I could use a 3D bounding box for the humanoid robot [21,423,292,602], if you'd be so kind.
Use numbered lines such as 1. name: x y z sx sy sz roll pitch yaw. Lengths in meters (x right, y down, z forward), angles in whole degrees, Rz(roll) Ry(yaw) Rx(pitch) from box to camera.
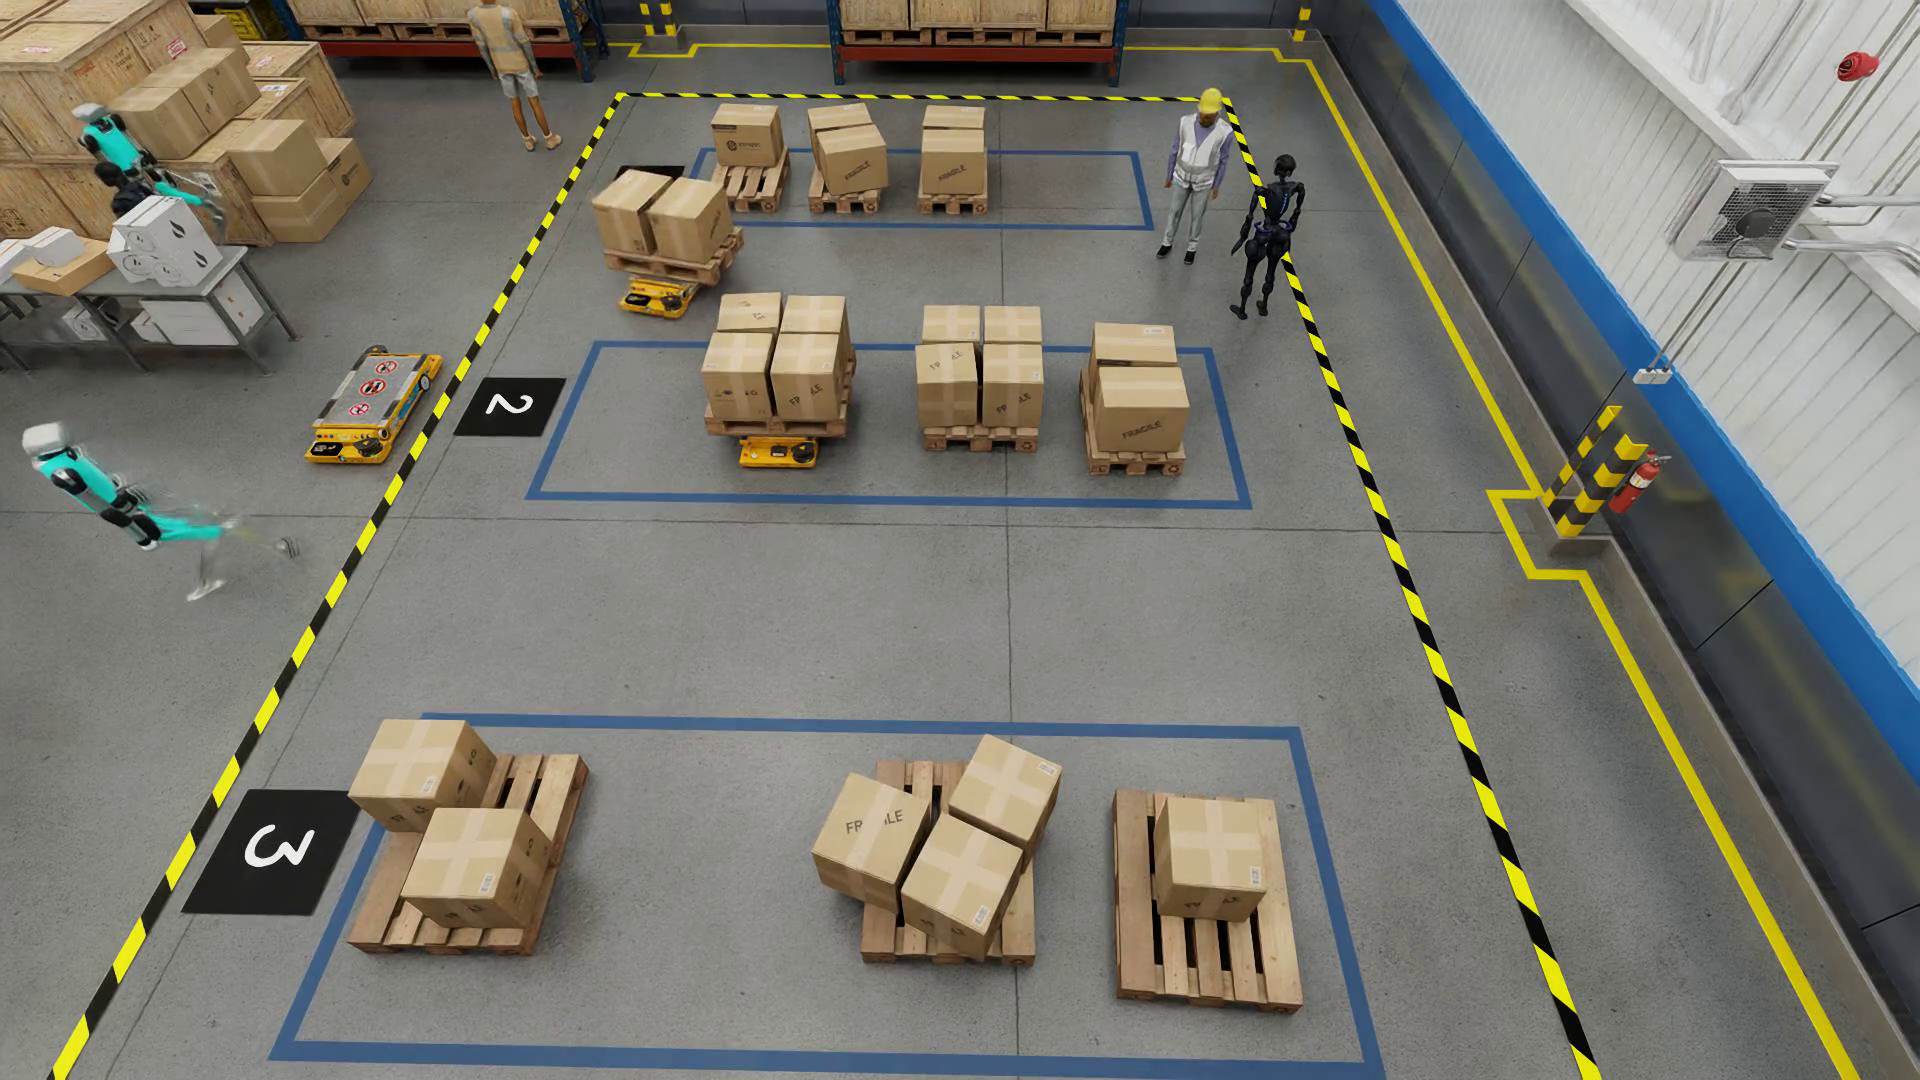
1. humanoid robot: -5.678 -0.276 6.662 0.904 1.801 0.550 -36 58 -26

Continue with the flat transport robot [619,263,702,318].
1. flat transport robot: -3.017 -2.914 9.815 0.652 0.197 1.431 11 51 9

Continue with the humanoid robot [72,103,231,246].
1. humanoid robot: -8.183 -3.607 9.448 0.990 1.729 0.545 1 50 1

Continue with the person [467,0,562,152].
1. person: -5.397 -5.732 11.060 0.604 2.038 0.383 -2 50 -2

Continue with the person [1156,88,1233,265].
1. person: 2.425 -3.752 9.517 0.599 1.829 0.404 19 52 16

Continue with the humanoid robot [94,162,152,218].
1. humanoid robot: -7.744 -2.865 8.898 0.515 1.642 0.609 -6 50 -5

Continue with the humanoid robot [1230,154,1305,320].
1. humanoid robot: 2.978 -2.927 8.913 0.599 1.655 0.315 -7 50 -6

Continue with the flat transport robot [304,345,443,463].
1. flat transport robot: -5.383 -1.269 8.441 0.659 0.231 1.431 1 50 1

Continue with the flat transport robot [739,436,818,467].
1. flat transport robot: -1.582 -1.235 8.394 0.652 0.197 1.431 1 50 1
